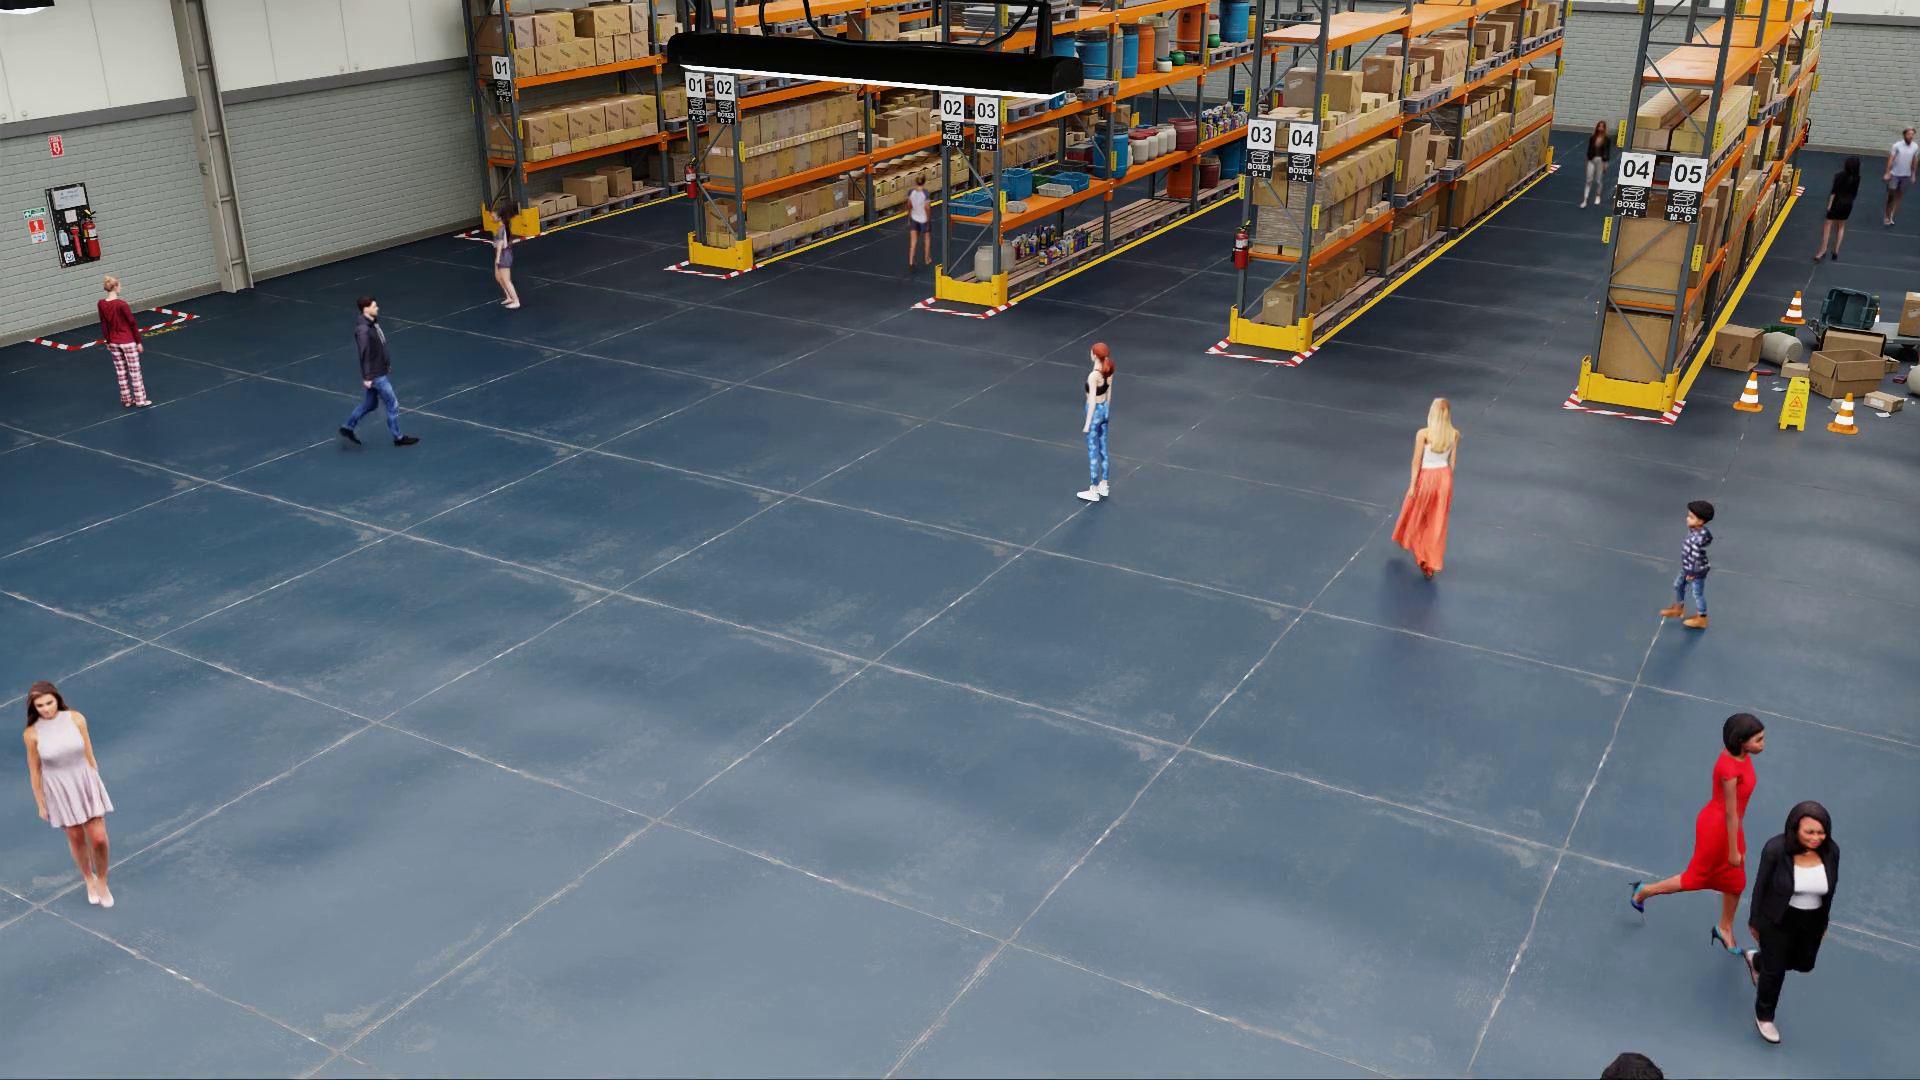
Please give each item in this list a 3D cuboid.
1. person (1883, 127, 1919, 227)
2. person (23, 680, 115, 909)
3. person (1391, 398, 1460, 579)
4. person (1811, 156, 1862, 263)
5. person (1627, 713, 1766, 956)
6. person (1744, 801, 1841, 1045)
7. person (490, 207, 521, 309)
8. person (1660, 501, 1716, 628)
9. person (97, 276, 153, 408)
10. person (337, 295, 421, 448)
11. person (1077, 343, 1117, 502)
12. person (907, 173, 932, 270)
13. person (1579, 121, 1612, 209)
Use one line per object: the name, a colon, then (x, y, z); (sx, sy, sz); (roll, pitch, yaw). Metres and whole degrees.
person: (17.669, -6.874, 31.332); (0.800, 1.821, 0.832); (3, 23, 7)
person: (-6.029, 1.694, 11.270); (0.730, 1.754, 0.787); (-14, 27, -30)
person: (4.681, -0.480, 16.373); (1.125, 1.761, 1.288); (-3, 23, -6)
person: (15.096, -5.660, 28.547); (0.850, 1.766, 0.821); (-5, 24, -12)
person: (4.844, 1.906, 10.826); (0.737, 1.711, 1.000); (18, 29, 36)
person: (5.016, 2.254, 10.144); (0.893, 1.603, 0.981); (-2, 23, -5)
person: (-6.996, -4.351, 25.675); (0.807, 1.605, 0.740); (0, 23, 0)
person: (6.846, 0.226, 15.392); (0.650, 1.229, 0.629); (5, 24, 12)
person: (-10.721, -2.543, 21.288); (0.678, 1.709, 0.626); (3, 23, 8)
person: (-7.048, -1.968, 19.744); (1.212, 1.860, 1.196); (-4, 23, -10)
person: (1.507, -1.309, 18.289); (0.662, 1.785, 0.558); (18, 29, 36)
person: (-0.701, -5.347, 28.035); (0.742, 1.589, 1.051); (6, 24, 13)
person: (12.557, -7.378, 32.723); (0.653, 1.659, 1.132); (14, 27, 30)
